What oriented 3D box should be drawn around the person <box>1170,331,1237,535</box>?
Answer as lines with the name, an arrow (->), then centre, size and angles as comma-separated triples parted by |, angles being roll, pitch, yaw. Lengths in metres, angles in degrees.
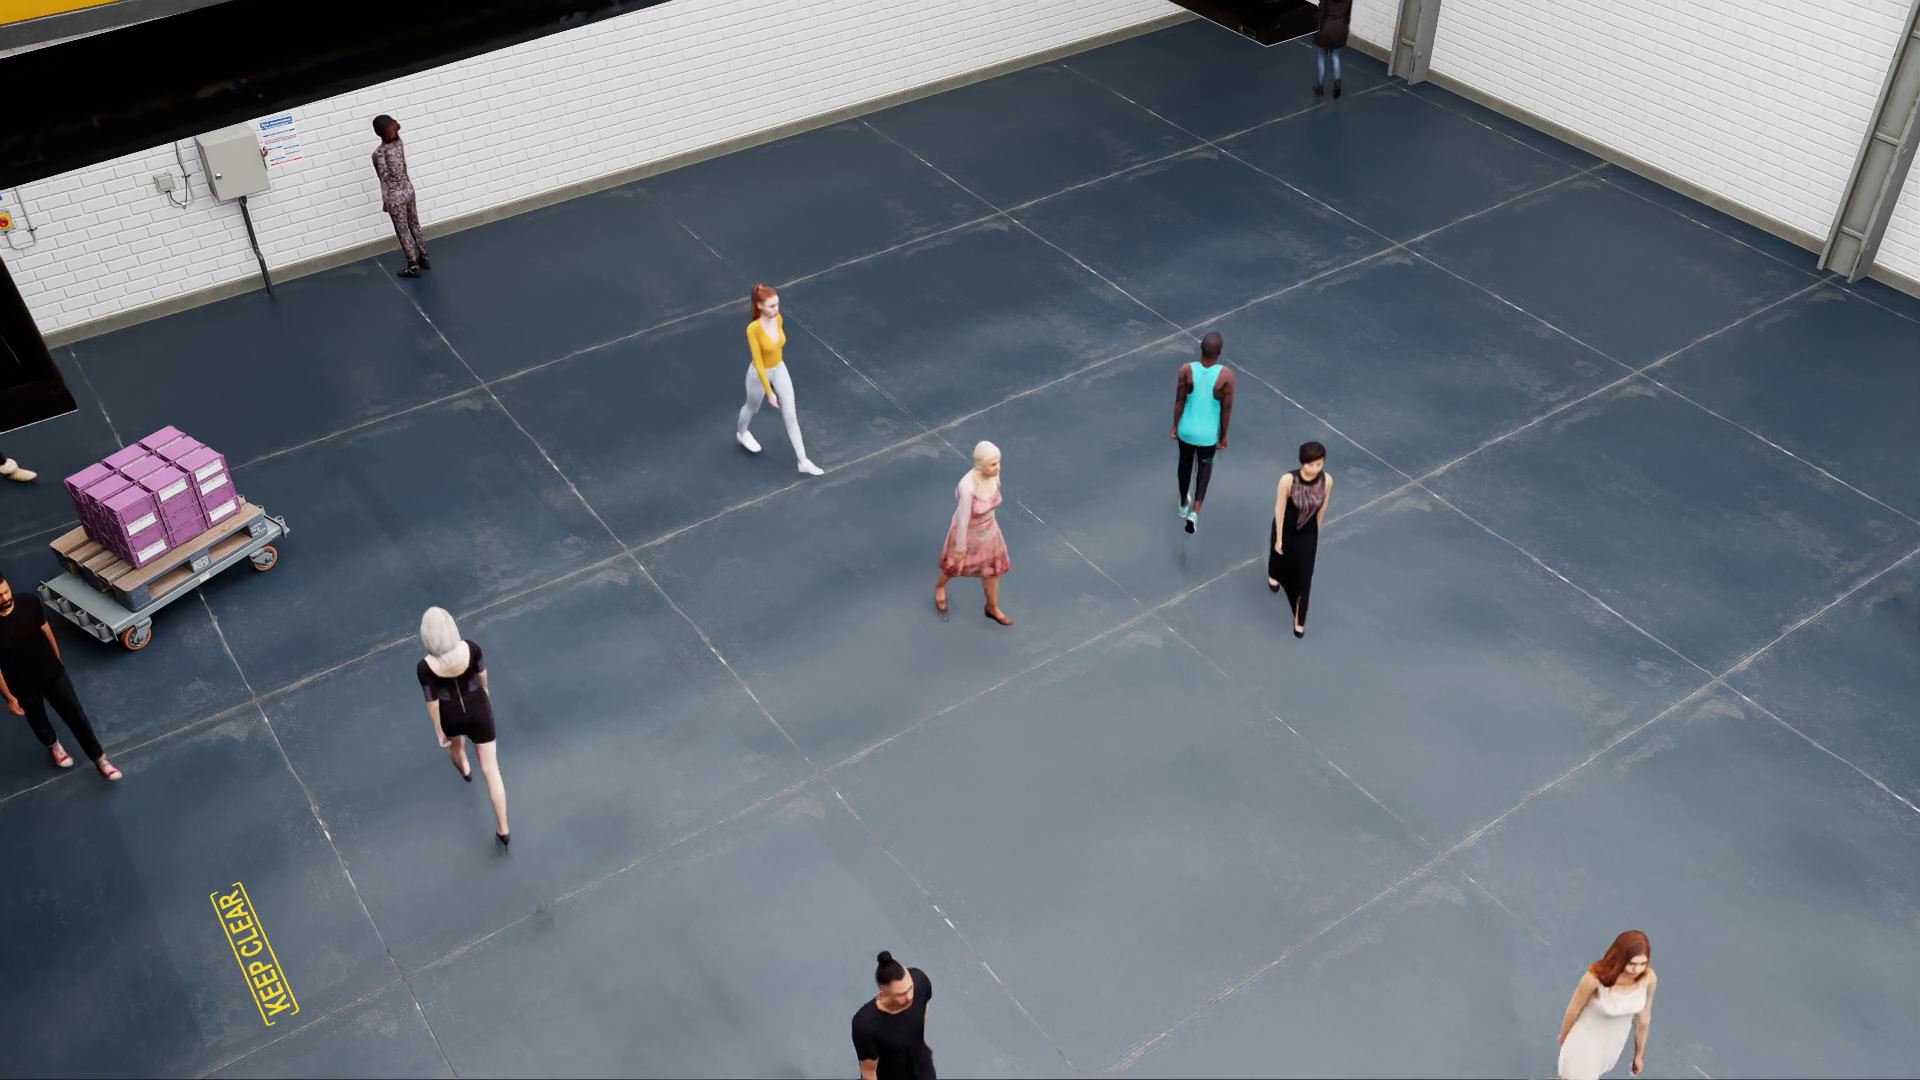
person -> 1.887, -0.813, 13.212 | 0.992, 1.791, 1.027 | 8, 39, 10

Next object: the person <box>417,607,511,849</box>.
person -> -3.132, 1.215, 10.686 | 0.690, 1.775, 1.221 | -18, 42, -21

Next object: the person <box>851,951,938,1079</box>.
person -> -0.416, 2.703, 8.767 | 0.769, 1.845, 0.912 | -30, 48, -32

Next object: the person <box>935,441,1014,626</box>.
person -> 0.041, -0.091, 12.424 | 0.976, 1.648, 0.727 | 31, 48, 33

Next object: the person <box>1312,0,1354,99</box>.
person -> 4.483, -6.057, 19.912 | 0.826, 1.625, 0.932 | -6, 39, -8

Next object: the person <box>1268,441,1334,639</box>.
person -> 2.500, -0.111, 12.525 | 0.941, 1.552, 1.114 | -1, 39, -2

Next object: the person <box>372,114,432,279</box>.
person -> -5.579, -3.428, 16.549 | 0.729, 1.714, 0.684 | 12, 40, 15

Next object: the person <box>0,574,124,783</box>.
person -> -6.270, 0.877, 11.147 | 1.039, 1.729, 0.758 | 31, 48, 33

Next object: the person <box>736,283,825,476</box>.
person -> -1.696, -1.359, 13.978 | 1.261, 1.689, 0.777 | 28, 46, 30

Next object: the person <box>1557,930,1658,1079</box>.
person -> 3.427, 2.606, 9.011 | 0.721, 1.693, 0.791 | -3, 39, -4
